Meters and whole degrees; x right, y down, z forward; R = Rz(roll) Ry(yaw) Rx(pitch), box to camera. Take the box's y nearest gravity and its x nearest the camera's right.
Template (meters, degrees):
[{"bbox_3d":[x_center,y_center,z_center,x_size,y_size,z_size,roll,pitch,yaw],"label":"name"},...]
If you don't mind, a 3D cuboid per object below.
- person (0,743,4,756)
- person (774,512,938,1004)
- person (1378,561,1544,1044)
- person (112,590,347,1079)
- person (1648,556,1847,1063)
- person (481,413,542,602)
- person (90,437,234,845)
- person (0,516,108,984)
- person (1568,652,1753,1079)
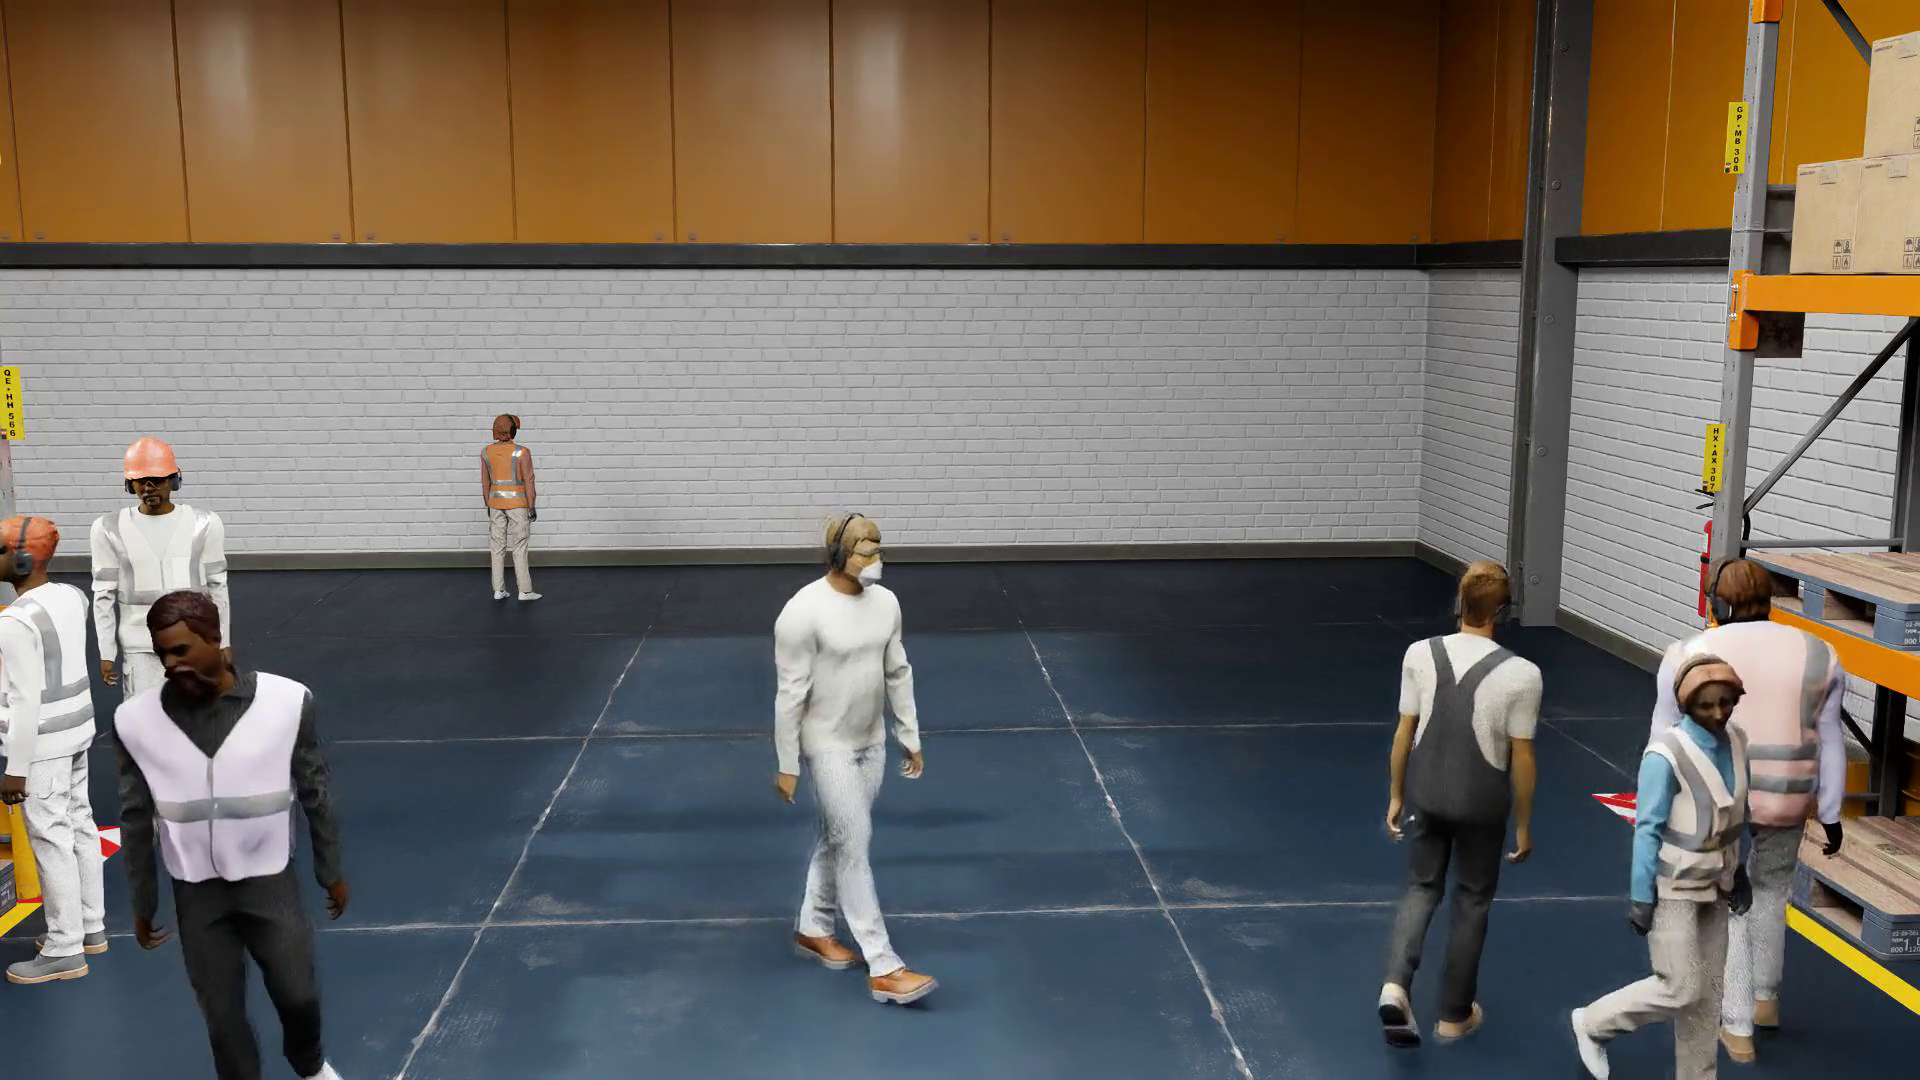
[{"bbox_3d":[-5.849,0.475,9.878,0.872,1.595,0.524,3,10,20],"label":"person"},{"bbox_3d":[-0.377,0.841,6.593,0.837,1.901,0.654,7,11,36],"label":"person"},{"bbox_3d":[1.775,0.987,5.977,0.554,1.820,0.616,7,12,38],"label":"person"},{"bbox_3d":[-2.304,1.059,5.305,0.640,1.887,0.537,-2,9,-14],"label":"person"},{"bbox_3d":[2.867,0.958,6.152,0.649,1.813,0.708,2,9,11],"label":"person"},{"bbox_3d":[-3.910,-0.275,14.444,0.511,1.641,0.307,3,9,17],"label":"person"},{"bbox_3d":[-3.952,0.505,8.278,0.616,2.041,0.378,-5,10,-27],"label":"person"},{"bbox_3d":[-3.695,0.833,6.716,0.352,1.884,0.580,-1,9,-6],"label":"person"},{"bbox_3d":[2.380,1.144,5.563,0.538,1.618,0.499,-7,12,-39],"label":"person"}]
